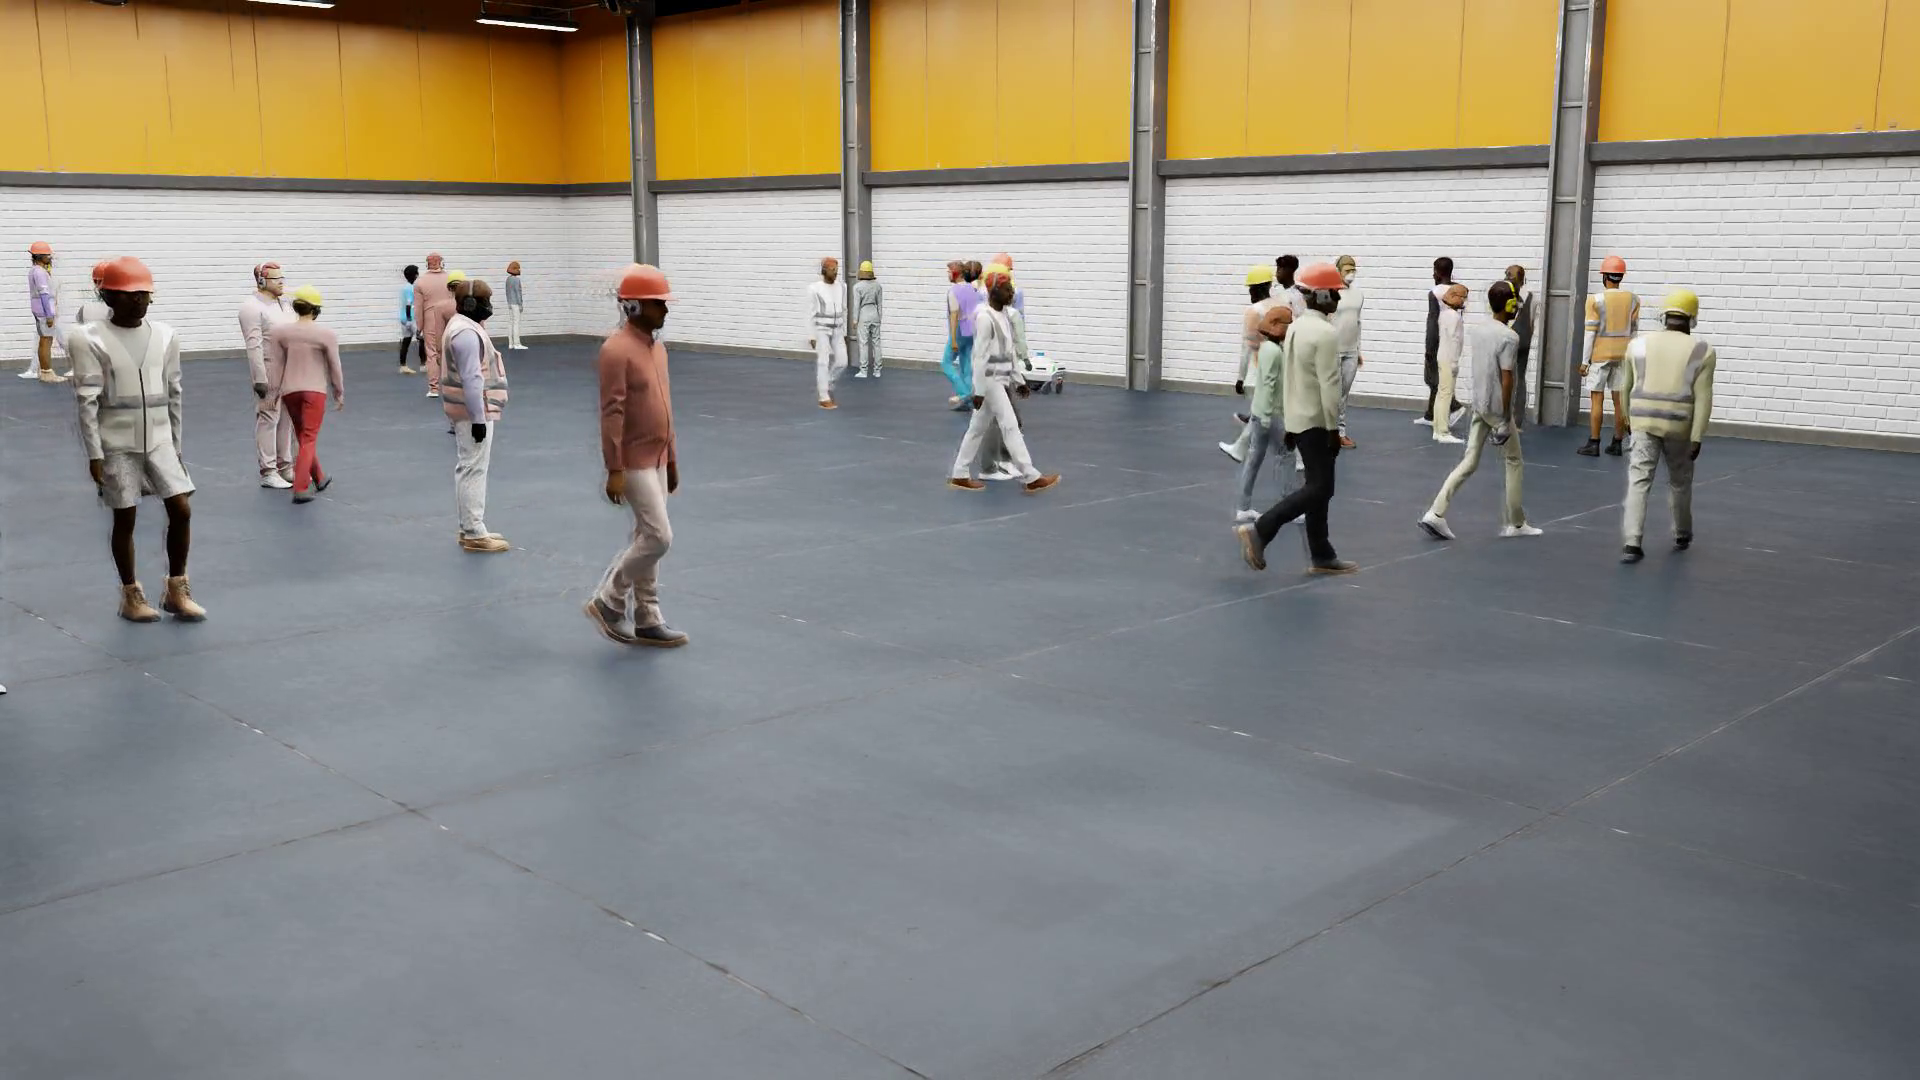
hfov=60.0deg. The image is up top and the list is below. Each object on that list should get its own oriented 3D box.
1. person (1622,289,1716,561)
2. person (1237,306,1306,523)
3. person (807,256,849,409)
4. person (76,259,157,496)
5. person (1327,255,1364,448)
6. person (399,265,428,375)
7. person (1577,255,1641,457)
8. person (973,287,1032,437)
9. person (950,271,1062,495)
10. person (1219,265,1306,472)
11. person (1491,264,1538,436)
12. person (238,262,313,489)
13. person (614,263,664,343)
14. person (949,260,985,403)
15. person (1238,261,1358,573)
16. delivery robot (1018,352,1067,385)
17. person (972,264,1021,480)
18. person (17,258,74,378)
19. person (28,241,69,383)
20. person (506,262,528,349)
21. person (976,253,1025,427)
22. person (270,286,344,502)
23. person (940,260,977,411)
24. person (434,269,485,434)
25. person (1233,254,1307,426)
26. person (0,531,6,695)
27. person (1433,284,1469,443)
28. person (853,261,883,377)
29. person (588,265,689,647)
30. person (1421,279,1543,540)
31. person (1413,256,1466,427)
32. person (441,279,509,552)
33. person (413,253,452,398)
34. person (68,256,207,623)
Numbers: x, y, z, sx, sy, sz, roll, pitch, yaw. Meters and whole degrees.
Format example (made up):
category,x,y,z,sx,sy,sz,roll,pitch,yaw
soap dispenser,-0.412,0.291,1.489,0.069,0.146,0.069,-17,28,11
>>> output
category,x,y,z,sx,sy,sz,roll,pitch,yaw
person,4.675,-0.764,11.035,0.591,1.777,0.959,7,12,33
person,2.409,-0.916,12.299,0.740,1.600,0.529,1,10,6
person,-1.619,-2.542,20.465,0.596,1.870,0.439,-8,13,-36
person,-6.907,-1.318,13.615,0.551,1.935,0.375,4,11,19
person,3.782,-1.869,16.617,0.635,1.936,0.353,-7,12,-33
person,-8.317,-3.369,25.500,0.693,1.669,0.544,-4,11,-23
person,6.259,-1.771,16.084,0.546,1.938,0.361,-2,11,-9
person,0.425,-1.885,17.535,0.389,1.640,0.699,-8,13,-38
person,0.350,-1.289,13.737,0.985,1.830,0.579,2,11,11
person,2.772,-1.552,15.116,0.606,1.853,1.082,-10,14,-43
person,5.897,-2.041,17.874,0.551,1.815,0.683,-4,11,-19
person,-5.805,-1.398,14.132,0.409,1.909,0.643,1,10,4
person,-3.810,-2.388,19.807,0.596,1.812,0.593,0,10,1
person,0.238,-2.623,21.043,0.718,1.825,0.636,2,11,12
person,2.136,-0.737,10.338,0.746,1.978,0.626,-1,10,-7
delivery robot,1.088,-2.309,22.537,0.707,0.478,0.477,8,13,36
person,0.317,-1.451,14.518,0.381,1.883,0.683,4,11,19
person,-13.699,-3.345,24.996,0.540,1.823,0.971,6,12,31
person,-13.228,-3.290,24.081,0.377,2.044,0.607,-8,13,-36
person,-8.350,-4.399,31.244,0.265,1.632,0.508,-8,13,-39
person,0.457,-2.212,18.487,0.551,1.935,0.371,3,11,13
person,-5.277,-1.192,13.506,0.533,1.710,0.904,1,10,3
person,0.010,-2.451,20.096,0.447,1.830,0.587,6,12,30
person,-5.388,-2.024,17.931,0.533,1.767,0.327,-5,12,-26
person,3.484,-2.131,18.084,1.002,1.914,0.631,0,10,-1
person,-4.666,-0.065,7.592,0.308,1.641,0.514,9,14,40
person,5.078,-1.824,17.198,0.289,1.633,0.501,1,10,6
person,-1.398,-3.321,25.066,0.484,1.744,0.295,-6,12,-30
person,-1.612,-0.408,8.522,0.433,1.980,0.644,2,11,13
person,3.686,-0.903,11.643,0.929,1.835,0.520,-4,11,-23
person,5.372,-2.193,18.490,0.599,1.902,0.723,-8,13,-39
person,-3.285,-0.844,11.295,0.429,1.839,0.634,-4,11,-20
person,-6.867,-2.827,21.943,0.636,1.903,0.405,-5,11,-24
person,-4.461,-0.518,9.046,0.677,2.020,0.621,9,13,39
